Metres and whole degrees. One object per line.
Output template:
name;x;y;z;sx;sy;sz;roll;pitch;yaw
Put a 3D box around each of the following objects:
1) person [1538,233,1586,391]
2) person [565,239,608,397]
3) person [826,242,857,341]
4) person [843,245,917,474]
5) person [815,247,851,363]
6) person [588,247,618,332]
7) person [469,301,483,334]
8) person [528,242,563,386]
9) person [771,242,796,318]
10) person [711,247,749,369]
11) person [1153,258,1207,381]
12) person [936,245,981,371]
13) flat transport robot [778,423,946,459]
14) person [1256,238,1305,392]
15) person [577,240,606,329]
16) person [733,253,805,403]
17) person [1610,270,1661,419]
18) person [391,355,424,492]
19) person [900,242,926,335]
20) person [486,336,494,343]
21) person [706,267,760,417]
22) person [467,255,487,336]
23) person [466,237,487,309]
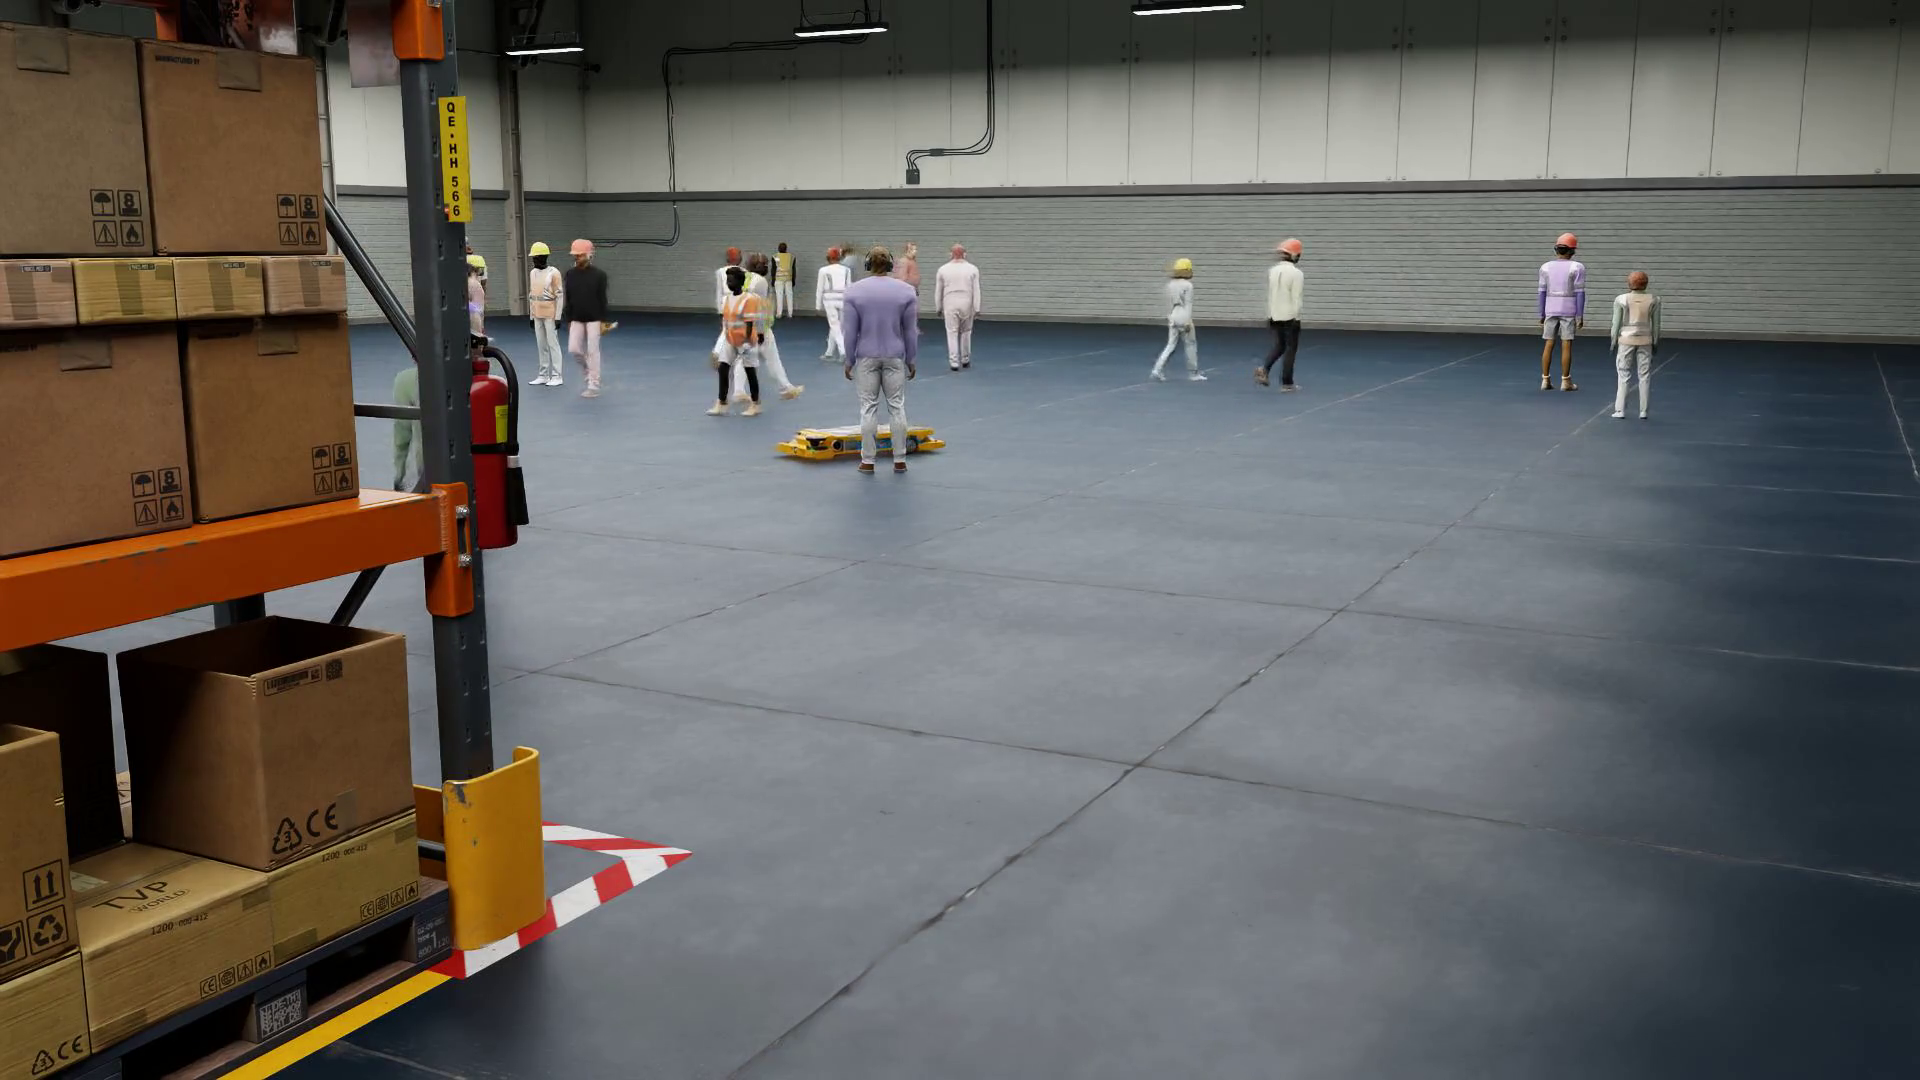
person;7.855;-2.965;21.705;0.611;2.043;0.374;9;14;41
person;-4.683;-2.773;20.853;0.613;1.979;0.456;3;11;16
person;-2.063;-4.732;31.733;0.921;1.912;0.640;2;11;8
person;-0.676;-1.523;14.125;0.635;1.937;0.352;-2;11;-10
person;-1.987;-3.740;26.497;0.589;1.844;0.964;-7;13;-35
person;-7.635;-5.188;34.513;0.990;1.784;0.507;-8;13;-38
person;-3.707;-1.106;12.129;0.563;1.837;0.388;5;11;24
person;-5.600;-3.034;22.396;0.594;1.925;0.376;7;13;35
person;-4.359;-6.402;40.996;0.633;1.841;0.429;-5;11;-23
person;-3.432;-3.452;24.913;0.579;1.854;0.863;5;11;25
person;3.064;-3.059;23.124;0.783;1.716;0.496;-6;12;-30
person;-0.032;-3.511;25.167;0.678;1.856;0.967;0;10;0
flat transport robot;-0.902;-0.931;15.453;1.431;0.197;0.652;-7;13;-34
person;4.180;-2.894;21.467;0.532;1.982;0.632;-6;12;-30
person;-7.859;-5.423;35.475;0.858;1.904;0.578;-3;11;-14
person;-2.367;-2.561;20.161;0.931;1.795;0.658;-7;12;-32
person;7.445;-2.147;18.356;0.520;1.636;0.312;1;10;8
person;-2.728;-0.366;8.788;0.550;1.584;0.871;-1;10;-3
person;-1.088;-5.093;33.778;0.798;1.885;0.649;2;11;11
person;-9.215;-4.520;30.921;0.994;1.788;0.610;-6;12;-30
person;-2.516;-2.175;18.427;0.538;1.670;0.738;7;13;35
person;-6.626;-3.014;22.753;0.408;1.745;0.550;-6;12;-29
person;-7.655;-3.684;25.634;0.683;2.000;0.537;-10;14;-44
